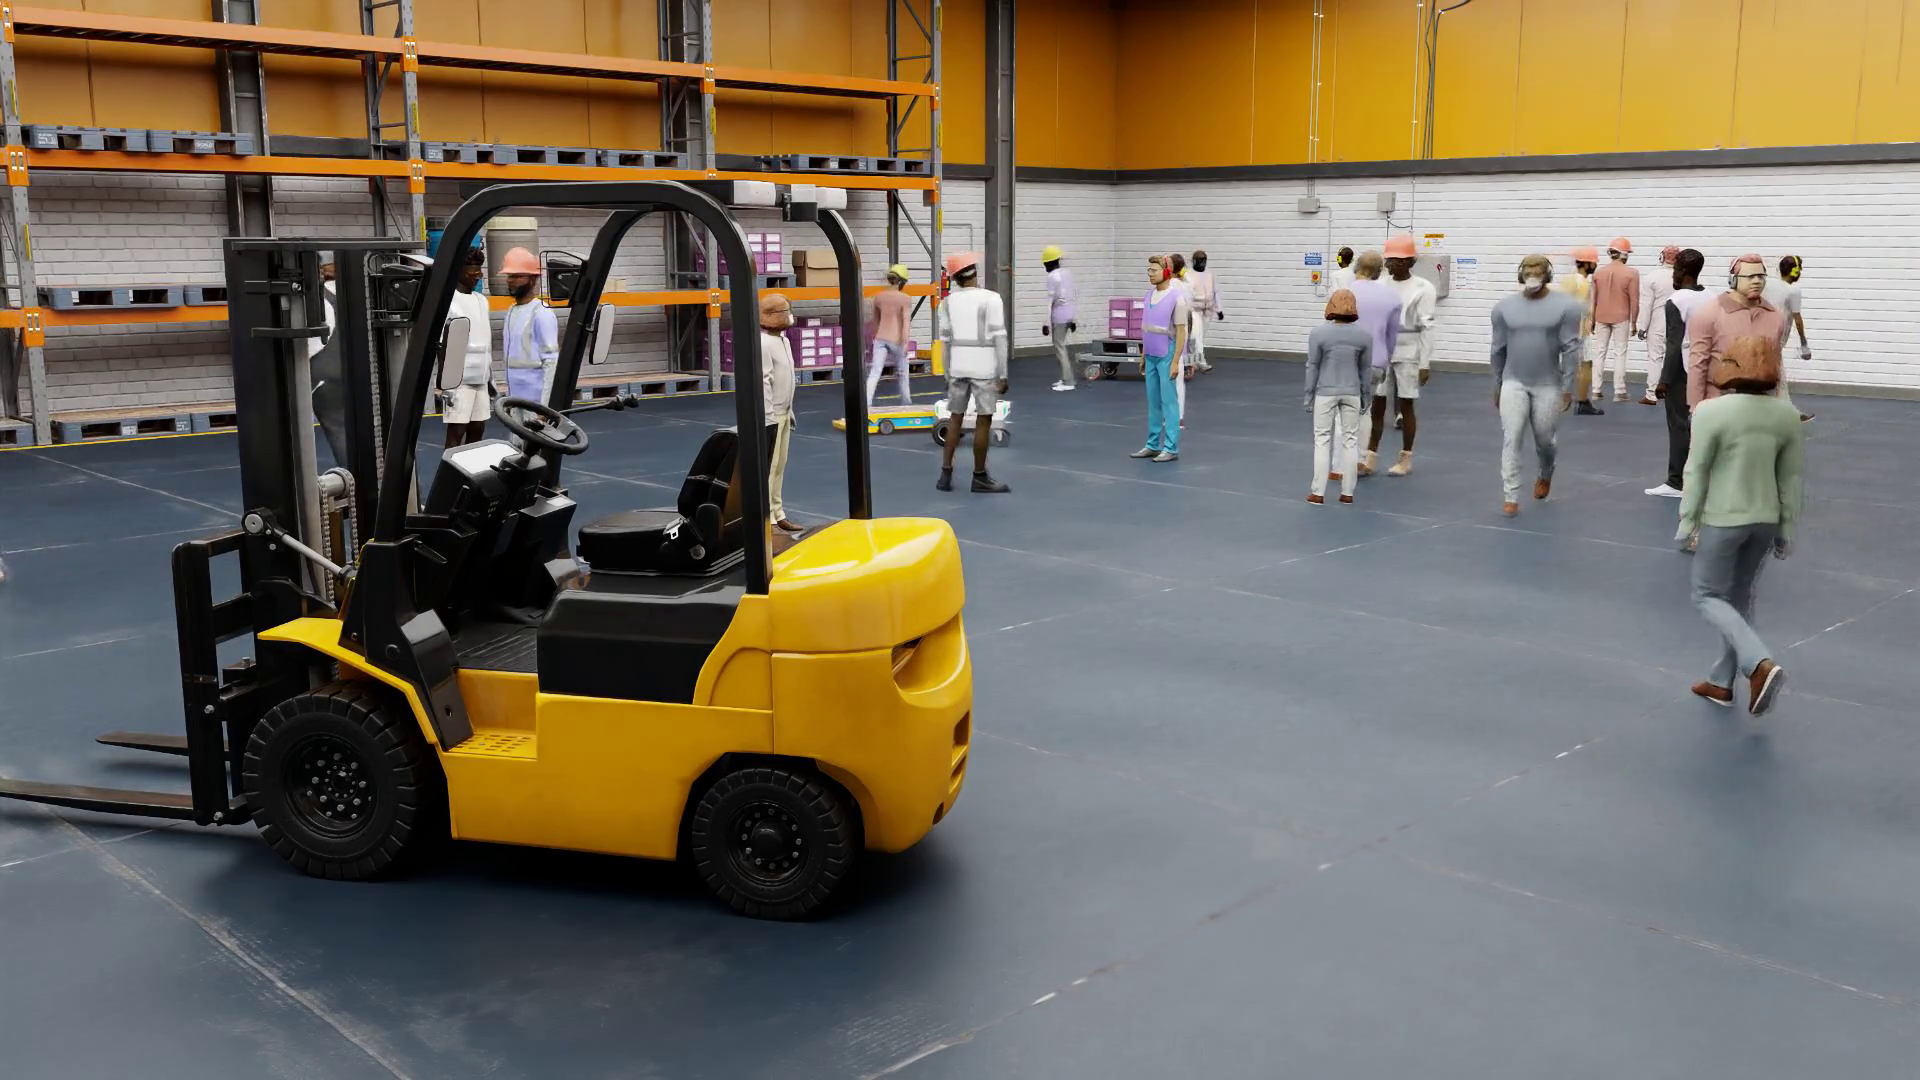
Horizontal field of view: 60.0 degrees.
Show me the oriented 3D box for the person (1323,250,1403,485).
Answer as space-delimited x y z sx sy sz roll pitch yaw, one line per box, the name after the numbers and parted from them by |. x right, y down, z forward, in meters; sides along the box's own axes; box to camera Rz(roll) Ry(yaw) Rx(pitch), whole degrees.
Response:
3.263 -1.413 13.643 0.662 1.901 0.585 -1 10 -4 | person

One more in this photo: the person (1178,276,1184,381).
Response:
2.637 -2.547 20.528 0.307 1.641 0.514 -1 10 -7 | person

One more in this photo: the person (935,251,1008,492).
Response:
0.067 -1.302 13.061 0.652 1.894 0.397 7 12 32 | person

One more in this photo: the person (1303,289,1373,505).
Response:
2.843 -1.070 12.518 0.503 1.626 0.281 -1 10 -3 | person

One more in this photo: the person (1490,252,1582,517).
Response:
4.198 -1.143 12.172 0.631 1.915 0.808 5 11 25 | person

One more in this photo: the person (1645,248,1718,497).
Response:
5.624 -1.286 12.888 0.587 1.920 0.393 -8 13 -36 | person

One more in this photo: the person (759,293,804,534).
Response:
-1.231 -0.837 11.210 0.283 1.636 0.500 2 11 11 | person

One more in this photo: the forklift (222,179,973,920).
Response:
-1.114 -0.058 5.440 2.313 2.155 1.214 2 11 13 | forklift

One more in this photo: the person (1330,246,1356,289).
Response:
5.165 -3.008 22.412 0.514 1.871 0.327 -5 11 -24 | person

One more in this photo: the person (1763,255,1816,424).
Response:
8.564 -2.048 17.344 0.975 1.808 0.498 -1 10 -4 | person

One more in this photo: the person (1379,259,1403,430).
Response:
4.537 -2.146 17.518 0.637 1.936 0.992 3 11 14 | person

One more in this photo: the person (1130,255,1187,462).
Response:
1.821 -1.624 14.927 0.389 1.848 0.563 -5 12 -27 | person

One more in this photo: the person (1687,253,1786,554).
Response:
4.920 -0.849 10.539 0.642 1.909 0.399 -2 11 -9 | person

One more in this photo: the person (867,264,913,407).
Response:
-0.780 -2.170 18.313 0.553 1.711 0.945 6 12 30 | person

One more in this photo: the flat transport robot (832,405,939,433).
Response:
-0.554 -1.267 17.277 1.431 0.197 0.652 -4 11 -19 | flat transport robot

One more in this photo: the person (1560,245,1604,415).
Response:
6.867 -2.355 18.724 0.786 1.919 0.544 0 10 0 | person

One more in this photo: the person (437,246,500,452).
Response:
-3.640 -1.201 12.315 0.378 1.959 0.604 4 11 19 | person

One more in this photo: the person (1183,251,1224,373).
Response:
3.574 -3.399 24.786 0.625 1.793 1.001 -4 11 -20 | person

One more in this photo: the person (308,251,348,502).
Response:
-4.669 -1.275 12.497 0.687 2.000 1.074 -8 13 -38 | person

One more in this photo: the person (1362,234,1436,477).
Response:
3.615 -1.514 13.856 0.642 2.041 0.584 10 14 42 | person

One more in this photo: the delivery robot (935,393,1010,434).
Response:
0.126 -1.235 16.075 0.707 0.478 0.477 1 10 7 | delivery robot

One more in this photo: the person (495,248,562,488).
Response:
-2.848 -0.934 10.959 0.422 1.934 0.561 -10 14 -42 | person

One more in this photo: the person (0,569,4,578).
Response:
-5.757 -0.523 9.086 0.643 1.796 0.971 7 12 32 | person

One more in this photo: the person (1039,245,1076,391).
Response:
1.276 -2.873 21.621 0.478 1.888 0.640 6 12 28 | person

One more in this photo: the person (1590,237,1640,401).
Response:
8.016 -2.698 20.389 0.613 1.991 0.392 10 14 44 | person

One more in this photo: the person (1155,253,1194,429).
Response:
2.258 -2.090 17.507 0.540 1.829 0.515 -5 11 -24 | person

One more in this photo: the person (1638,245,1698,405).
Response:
8.429 -2.562 19.877 0.639 1.911 0.406 0 10 1 | person

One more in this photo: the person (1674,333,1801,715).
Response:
3.302 -0.052 6.973 0.514 1.615 0.604 -2 11 -12 | person
